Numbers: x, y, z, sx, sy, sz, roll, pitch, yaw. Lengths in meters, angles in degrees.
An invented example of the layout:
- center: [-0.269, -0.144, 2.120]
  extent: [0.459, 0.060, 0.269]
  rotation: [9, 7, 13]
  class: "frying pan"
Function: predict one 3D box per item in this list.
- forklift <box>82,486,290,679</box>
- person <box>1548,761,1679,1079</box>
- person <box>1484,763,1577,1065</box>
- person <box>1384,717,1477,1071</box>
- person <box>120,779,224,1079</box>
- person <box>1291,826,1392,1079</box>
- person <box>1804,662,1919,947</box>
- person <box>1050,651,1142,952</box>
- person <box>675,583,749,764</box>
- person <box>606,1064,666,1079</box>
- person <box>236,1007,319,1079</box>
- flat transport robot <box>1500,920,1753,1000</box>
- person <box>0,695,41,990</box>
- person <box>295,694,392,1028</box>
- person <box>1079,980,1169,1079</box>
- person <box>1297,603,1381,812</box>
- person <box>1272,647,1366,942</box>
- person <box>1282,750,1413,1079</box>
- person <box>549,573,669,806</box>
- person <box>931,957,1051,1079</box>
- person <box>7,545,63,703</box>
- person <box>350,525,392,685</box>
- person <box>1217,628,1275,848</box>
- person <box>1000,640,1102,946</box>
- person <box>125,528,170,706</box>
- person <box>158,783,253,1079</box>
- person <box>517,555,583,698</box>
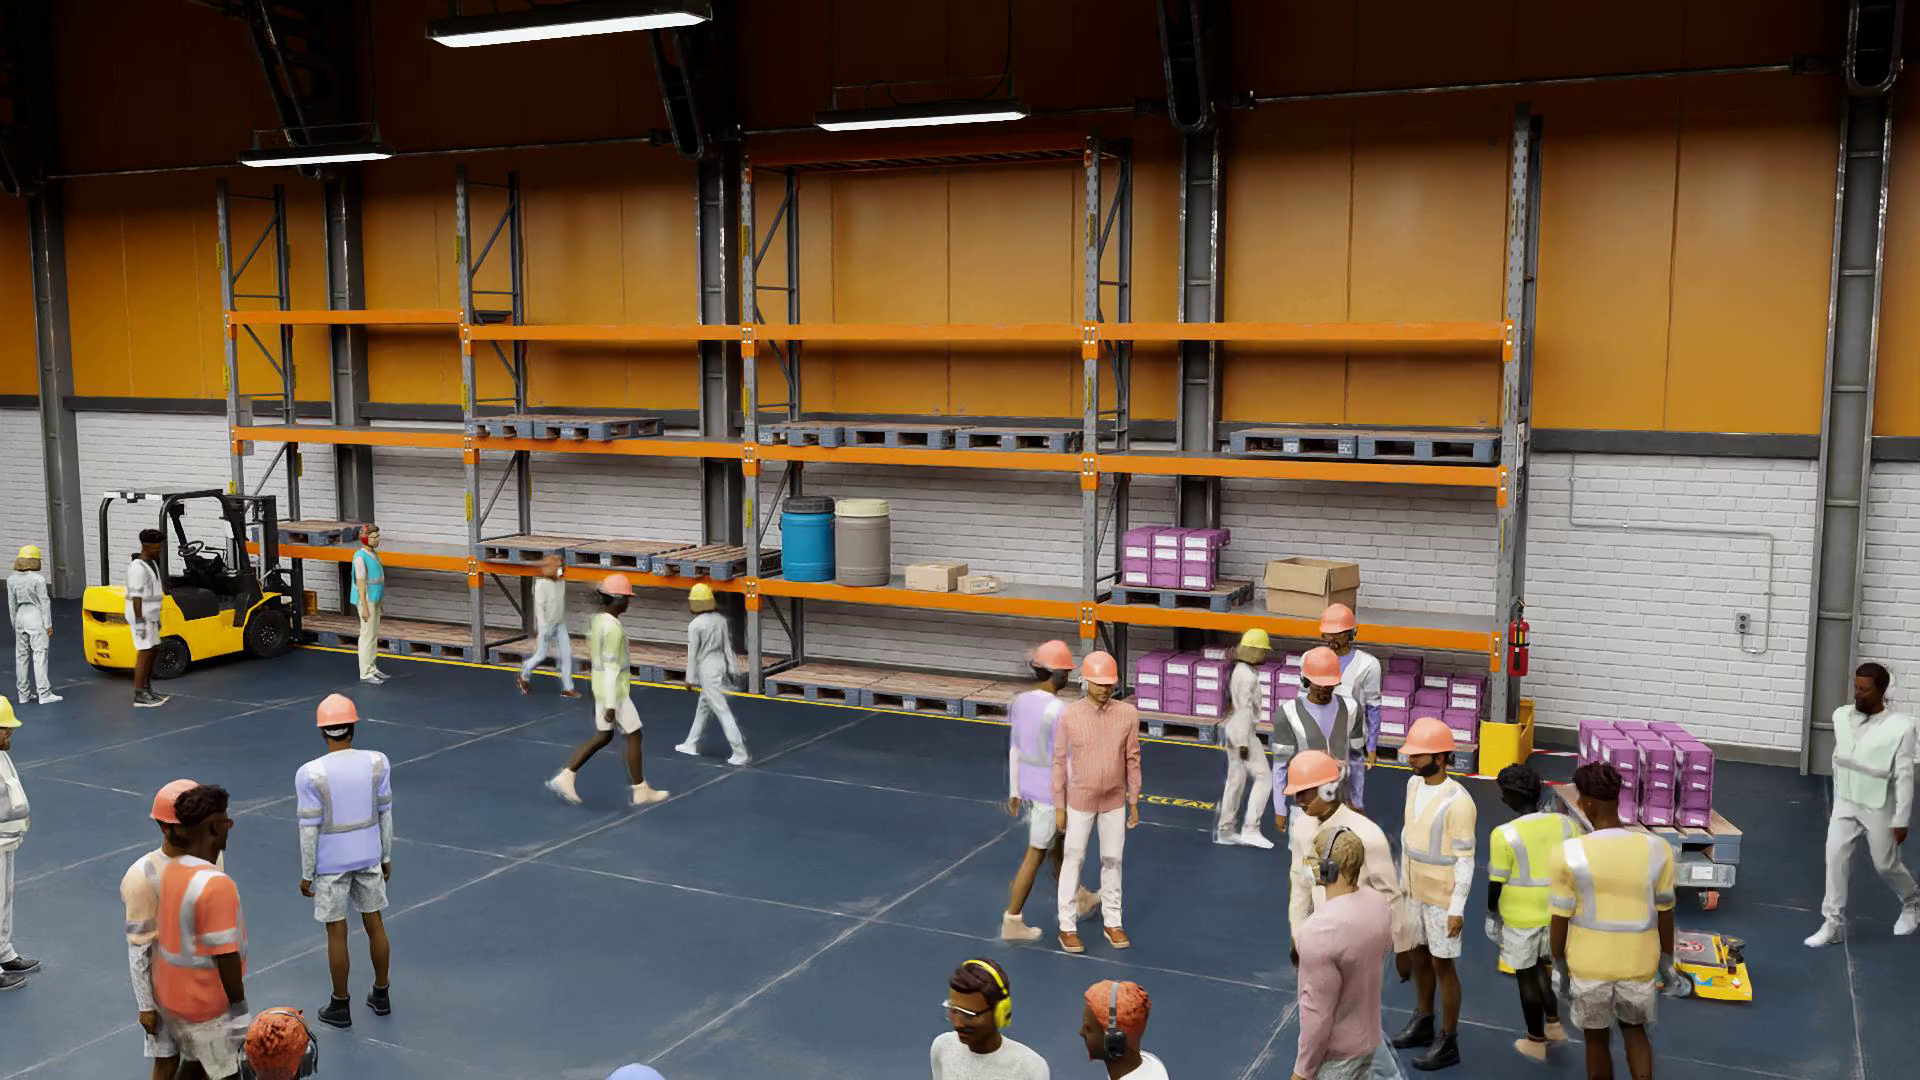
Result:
- center: [-9.426, 0.454, 20.179]
  extent: [1.214, 2.155, 2.313]
  rotation: [3, 8, 26]
  class: "forklift"
- center: [3.161, 2.044, 8.064]
  extent: [0.645, 1.941, 0.484]
  rotation: [0, 7, 3]
  class: "person"
- center: [3.133, 2.048, 9.128]
  extent: [0.577, 1.665, 0.372]
  rotation: [-2, 7, -19]
  class: "person"
- center: [2.564, 1.921, 9.114]
  extent: [0.373, 1.934, 0.551]
  rotation: [-2, 7, -18]
  class: "person"
- center: [-3.658, 2.076, 7.879]
  extent: [0.386, 1.930, 0.549]
  rotation: [3, 7, 21]
  class: "person"
- center: [1.596, 2.164, 7.093]
  extent: [0.372, 1.940, 0.632]
  rotation: [5, 9, 37]
  class: "person"
- center: [6.024, 1.726, 10.942]
  extent: [0.910, 1.890, 0.599]
  rotation: [-3, 8, -23]
  class: "person"
- center: [0.891, 1.694, 10.814]
  extent: [0.610, 1.986, 0.407]
  rotation: [-2, 7, -14]
  class: "person"
- center: [-2.339, 1.252, 15.667]
  extent: [0.947, 1.687, 0.494]
  rotation: [4, 8, 30]
  class: "person"
- center: [-0.863, 2.461, 4.709]
  extent: [0.613, 1.919, 0.728]
  rotation: [-6, 9, -41]
  class: "person"
- center: [-2.137, 2.414, 5.310]
  extent: [0.578, 1.878, 0.352]
  rotation: [-1, 7, -10]
  class: "person"
- center: [4.147, 2.589, 10.413]
  extent: [1.431, 0.197, 0.652]
  rotation: [2, 7, 20]
  class: "flat transport robot"
- center: [-5.928, 1.848, 10.204]
  extent: [0.403, 1.820, 0.598]
  rotation: [-2, 7, -19]
  class: "person"
- center: [-3.583, 1.855, 9.681]
  extent: [0.547, 1.930, 0.384]
  rotation: [-6, 9, -41]
  class: "person"
- center: [0.561, 2.384, 5.562]
  extent: [0.349, 1.879, 0.568]
  rotation: [2, 7, 14]
  class: "person"
- center: [2.793, 1.477, 12.341]
  extent: [0.613, 2.041, 0.393]
  rotation: [3, 8, 26]
  class: "person"
- center: [2.325, 1.681, 10.744]
  extent: [0.616, 2.028, 0.409]
  rotation: [-1, 7, -10]
  class: "person"
- center: [1.905, 2.010, 8.325]
  extent: [0.565, 1.947, 0.648]
  rotation: [-4, 8, -28]
  class: "person"
- center: [-3.004, 1.281, 14.142]
  extent: [0.917, 2.010, 0.598]
  rotation: [-3, 8, -26]
  class: "person"
- center: [0.092, 2.359, 5.816]
  extent: [0.511, 1.862, 0.325]
  rotation: [5, 8, 35]
  class: "person"
- center: [-10.138, 0.922, 18.194]
  extent: [0.484, 1.736, 0.308]
  rotation: [1, 7, 11]
  class: "person"
- center: [-6.834, 0.741, 19.226]
  extent: [0.379, 1.844, 0.570]
  rotation: [-1, 7, -4]
  class: "person"
- center: [2.285, 1.550, 13.046]
  extent: [0.577, 1.710, 0.506]
  rotation: [0, 7, 1]
  class: "person"
- center: [0.659, 1.655, 11.059]
  extent: [1.004, 1.989, 0.622]
  rotation: [-3, 8, -26]
  class: "person"
- center: [-8.805, 0.833, 18.058]
  extent: [0.452, 1.942, 0.618]
  rotation: [-1, 7, -11]
  class: "person"
- center: [-3.470, 2.095, 7.594]
  extent: [0.558, 1.962, 0.708]
  rotation: [-7, 10, -44]
  class: "person"
- center: [-4.581, 0.950, 18.484]
  extent: [0.755, 1.603, 0.497]
  rotation: [4, 8, 30]
  class: "person"
